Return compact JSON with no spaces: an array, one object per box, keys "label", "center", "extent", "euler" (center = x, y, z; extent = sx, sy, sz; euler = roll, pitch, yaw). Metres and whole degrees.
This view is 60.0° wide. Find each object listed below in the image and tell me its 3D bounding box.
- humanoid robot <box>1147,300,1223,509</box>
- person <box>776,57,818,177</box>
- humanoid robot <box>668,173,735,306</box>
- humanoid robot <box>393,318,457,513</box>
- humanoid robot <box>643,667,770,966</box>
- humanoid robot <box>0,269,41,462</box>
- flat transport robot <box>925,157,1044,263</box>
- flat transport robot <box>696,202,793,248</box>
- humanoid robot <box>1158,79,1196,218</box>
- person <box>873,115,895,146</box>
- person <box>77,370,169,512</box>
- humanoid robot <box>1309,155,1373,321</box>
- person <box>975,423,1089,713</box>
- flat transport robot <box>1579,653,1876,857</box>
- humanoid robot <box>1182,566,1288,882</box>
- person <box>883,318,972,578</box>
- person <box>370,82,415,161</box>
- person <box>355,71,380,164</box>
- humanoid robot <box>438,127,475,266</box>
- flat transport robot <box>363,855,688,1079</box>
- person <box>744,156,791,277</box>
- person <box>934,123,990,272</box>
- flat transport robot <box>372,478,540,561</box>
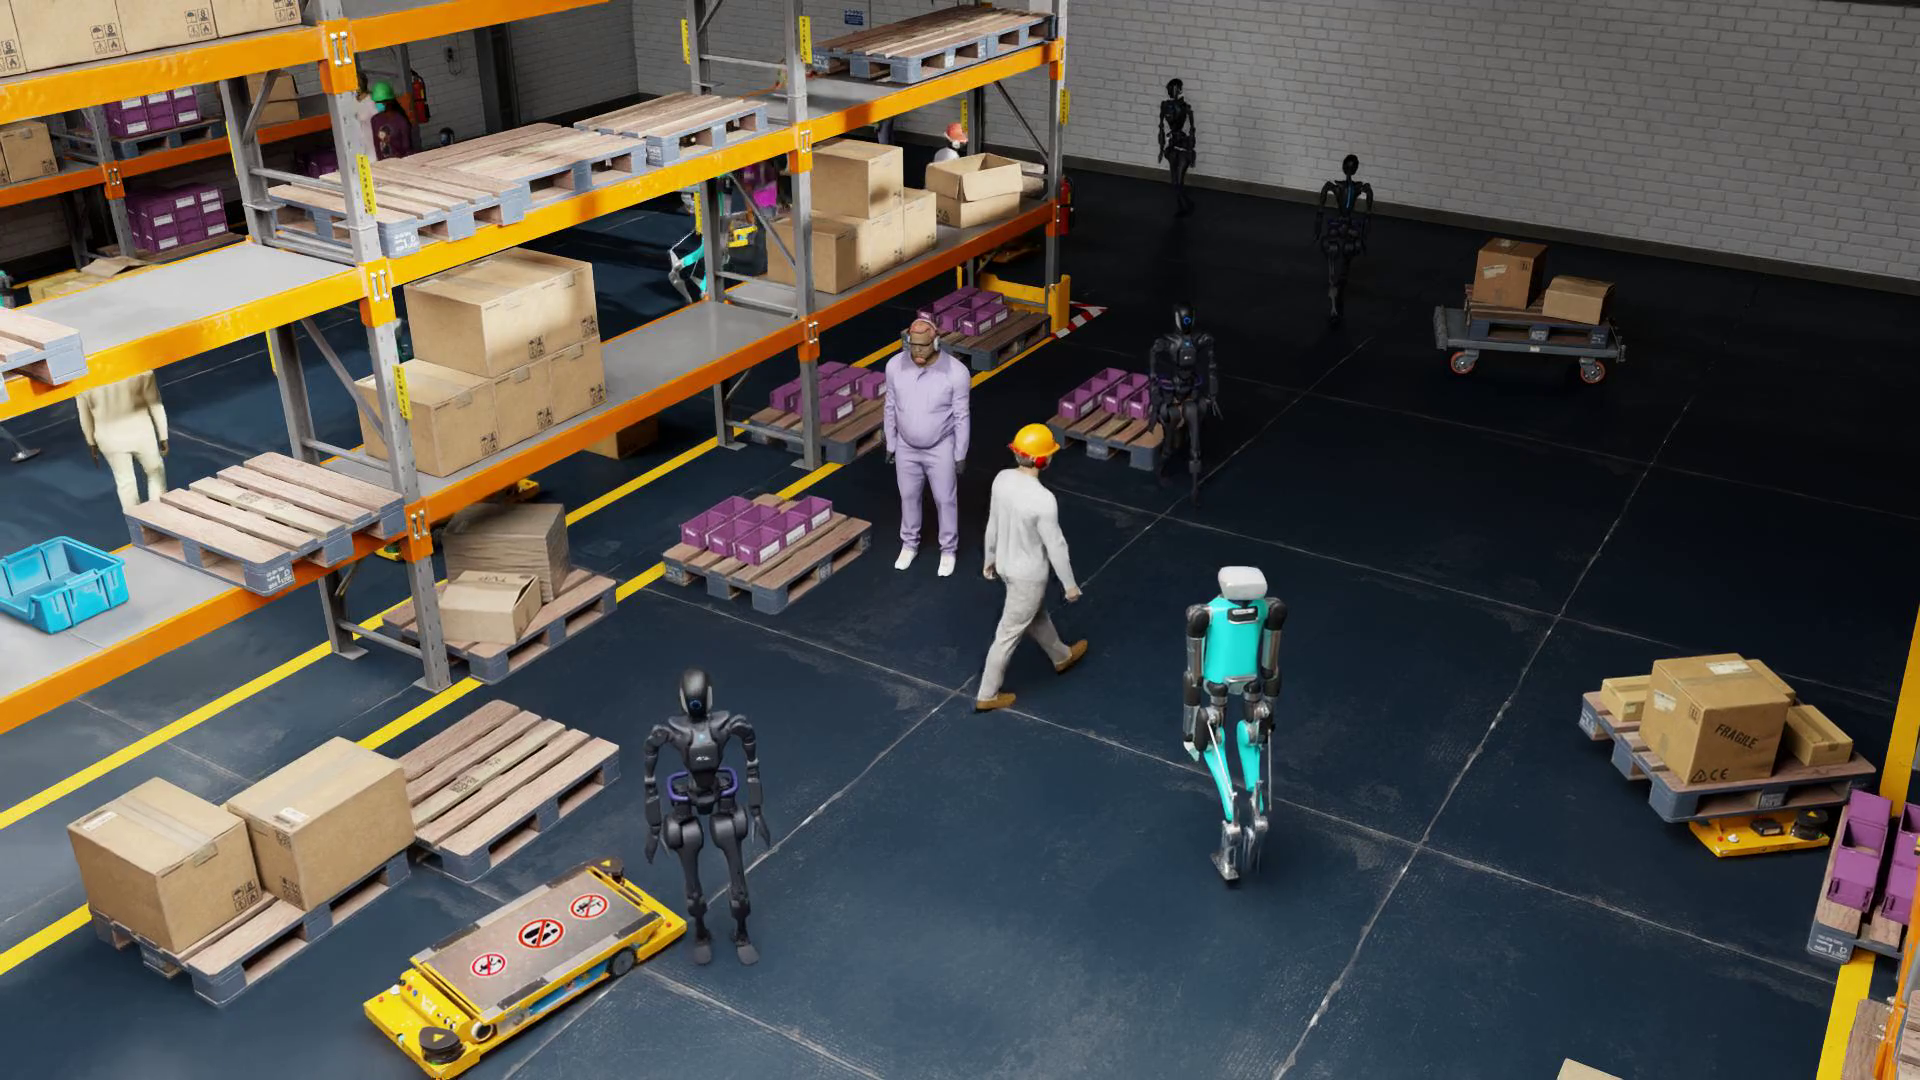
[{"label":"humanoid robot","center":[1.721,-1.088,12.828],"extent":[0.612,1.632,0.688],"euler":[-6,27,-11]},{"label":"person","center":[-2.152,-5.487,21.326],"extent":[0.779,1.809,0.434],"euler":[18,32,32]},{"label":"humanoid robot","center":[-2.514,-2.905,16.292],"extent":[0.998,1.738,0.545],"euler":[-14,30,-26]},{"label":"humanoid robot","center":[-3.750,-0.815,12.181],"extent":[0.866,1.770,0.598],"euler":[-9,28,-18]},{"label":"humanoid robot","center":[-1.228,1.336,8.002],"extent":[0.609,1.648,0.333],"euler":[-7,28,-14]},{"label":"humanoid robot","center":[-7.872,-1.335,13.287],"extent":[0.552,1.840,0.893],"euler":[13,30,25]},{"label":"flat transport robot","center":[0.161,-3.433,18.963],"extent":[1.431,0.231,0.659],"euler":[20,33,34]},{"label":"flat transport robot","center":[-2.304,-3.686,19.461],"extent":[1.431,0.231,0.659],"euler":[-19,33,-33]},{"label":"humanoid robot","center":[2.622,-4.686,19.881],"extent":[0.379,1.636,0.584],"euler":[-22,34,-37]},{"label":"person","center":[-0.979,-5.351,21.230],"extent":[0.281,1.633,0.498],"euler":[8,28,15]},{"label":"person","center":[-6.039,-0.754,12.063],"extent":[0.567,1.737,0.422],"euler":[-10,29,-20]},{"label":"humanoid robot","center":[3.831,-3.054,16.726],"extent":[0.587,1.630,0.791],"euler":[1,27,2]},{"label":"person","center":[0.472,0.148,10.166],"extent":[0.980,1.844,0.604],"euler":[-17,31,-29]},{"label":"flat transport robot","center":[4.296,1.312,9.613],"extent":[0.659,0.231,1.431],"euler":[-4,27,-8]},{"label":"humanoid robot","center":[1.449,1.105,8.509],"extent":[0.543,1.886,0.734],"euler":[-7,28,-13]},{"label":"person","center":[-0.243,-0.651,11.685],"extent":[0.643,1.900,0.402],"euler":[9,28,16]},{"label":"person","center":[-6.270,-4.038,18.318],"extent":[0.520,1.925,0.795],"euler":[7,28,13]},{"label":"person","center":[-6.758,-4.386,19.014],"extent":[0.437,1.927,0.658],"euler":[-22,34,-36]},{"label":"humanoid robot","center":[-5.340,-3.600,17.757],"extent":[0.588,1.641,0.630],"euler":[-3,27,-6]},{"label":"flat transport robot","center":[-2.105,2.057,8.144],"extent":[0.659,0.231,1.431],"euler":[23,35,37]},{"label":"person","center":[-1.970,-3.503,17.376],"extent":[0.668,1.822,0.537],"euler":[9,28,17]},{"label":"person","center":[-0.140,-3.613,17.745],"extent":[0.915,1.689,0.650],"euler":[-12,29,-23]},{"label":"flat transport robot","center":[-3.969,-0.255,12.701],"extent":[0.659,0.231,1.431],"euler":[16,31,29]}]
